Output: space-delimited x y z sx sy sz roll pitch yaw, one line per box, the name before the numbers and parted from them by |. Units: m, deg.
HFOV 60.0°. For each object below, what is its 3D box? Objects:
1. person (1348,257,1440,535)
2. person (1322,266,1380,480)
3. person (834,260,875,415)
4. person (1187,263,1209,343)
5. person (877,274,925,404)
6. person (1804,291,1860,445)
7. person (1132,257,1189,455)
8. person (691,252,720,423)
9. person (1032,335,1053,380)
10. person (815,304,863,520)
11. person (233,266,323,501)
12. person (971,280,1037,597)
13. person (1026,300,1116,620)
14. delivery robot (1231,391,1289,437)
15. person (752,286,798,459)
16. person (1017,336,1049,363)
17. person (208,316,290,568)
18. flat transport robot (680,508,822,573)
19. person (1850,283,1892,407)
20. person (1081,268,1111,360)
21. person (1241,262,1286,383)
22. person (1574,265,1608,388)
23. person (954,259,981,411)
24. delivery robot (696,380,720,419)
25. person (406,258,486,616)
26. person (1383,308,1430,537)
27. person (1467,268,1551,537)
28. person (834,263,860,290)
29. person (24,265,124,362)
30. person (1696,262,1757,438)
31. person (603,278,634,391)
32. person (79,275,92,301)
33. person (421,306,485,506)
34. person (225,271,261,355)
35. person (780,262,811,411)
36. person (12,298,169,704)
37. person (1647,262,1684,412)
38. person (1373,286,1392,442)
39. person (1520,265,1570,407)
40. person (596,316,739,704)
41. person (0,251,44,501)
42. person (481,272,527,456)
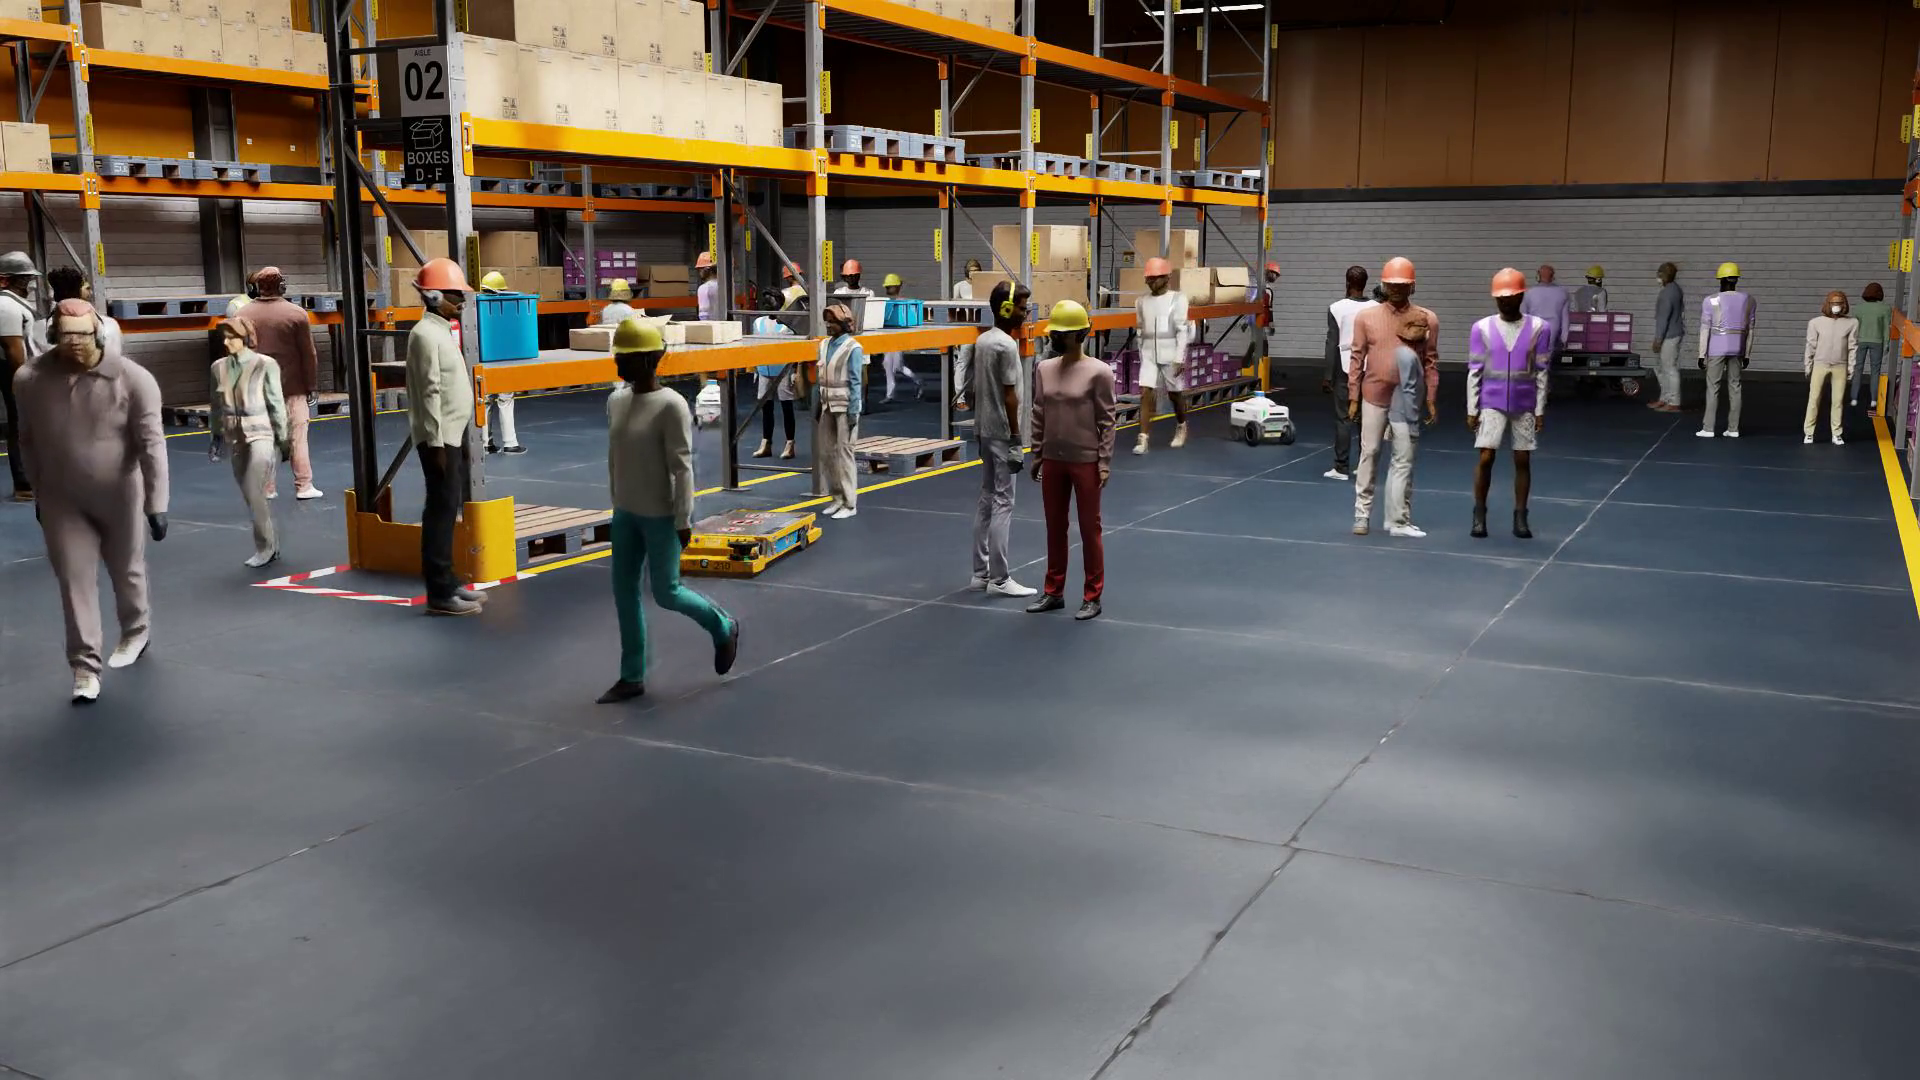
person | 3.100 -1.010 11.891 0.634 1.985 0.473 2 10 9
person | 3.534 -1.486 14.873 0.602 1.910 0.393 -4 10 -19
person | -1.326 -2.517 20.747 0.547 1.938 0.359 1 10 6
person | 3.741 -3.437 26.254 0.581 1.879 0.348 -9 13 -42
person | -0.810 -2.685 22.261 0.578 1.751 0.534 -6 12 -33
person | 9.202 -1.815 17.592 0.494 1.625 0.285 3 10 19
person | 2.069 -1.885 16.959 0.606 1.995 1.065 5 11 27
person | -2.975 -2.423 19.910 0.423 2.038 0.625 5 11 27
person | 1.219 -3.283 25.606 0.592 1.800 0.780 0 10 2
person | -0.911 -0.979 12.708 0.322 1.632 0.545 -7 12 -37
person | -5.563 -1.269 13.598 0.642 1.913 0.409 0 10 -3
person | 0.252 -0.594 9.828 0.330 1.863 0.534 -4 11 -21
person | 0.604 -0.437 9.208 0.533 1.765 0.325 8 12 38
delivery robot | 3.176 -1.335 17.632 0.477 0.478 0.707 -4 10 -21
person | -1.808 -1.639 16.356 0.536 1.696 0.322 5 11 25
person | 0.967 -2.955 23.393 0.596 1.892 0.657 1 10 3
person | -4.576 -0.616 10.644 0.535 1.616 0.520 3 10 17
flat transport robot | -1.443 -0.013 11.067 0.652 0.197 1.431 2 10 12
person | 12.012 -2.577 21.972 0.498 1.633 0.281 8 13 38
person | 1.782 -2.838 22.921 0.618 1.836 0.430 -1 10 -4
person | 4.752 -3.395 26.013 0.884 1.870 0.626 6 11 29
person | 9.530 -3.212 25.067 0.403 1.835 0.588 -5 11 -25
person | 0.158 -2.621 21.346 0.632 1.940 0.372 -7 12 -35
delivery robot | -2.856 -1.611 19.229 0.477 0.478 0.707 -1 10 -4
person | -2.897 -0.578 9.354 0.395 1.992 0.623 -2 10 -9
person | 3.207 -0.837 11.912 0.294 1.630 0.504 2 10 9
person | 3.861 -0.949 11.756 0.547 1.916 0.479 4 10 20
person | -1.942 -3.937 29.231 0.530 1.850 0.635 3 10 16
person | -6.040 -0.910 11.417 0.610 1.941 0.744 -4 11 -22
person | 8.377 -2.071 18.227 0.588 1.918 0.397 0 10 -1
person | -3.868 -2.155 19.260 0.540 1.717 0.582 8 12 37
person | -8.604 -1.659 16.092 0.527 1.829 0.637 10 14 44
person | -4.057 -1.238 13.340 0.630 1.940 0.373 4 10 20
person | -7.282 -1.874 17.340 0.428 1.837 0.625 9 13 42
person | -2.118 -2.631 21.522 0.553 1.898 0.755 -4 11 -21
person | -4.032 -0.216 7.788 0.648 1.827 1.071 -3 10 -17
person | 8.984 -2.564 21.113 0.491 1.906 0.669 4 11 24
person | 4.618 -1.904 18.006 0.317 1.662 0.615 0 10 -2
person | 7.693 -2.701 22.054 0.664 1.852 0.986 0 10 0
person | -1.351 -0.141 7.560 0.528 1.750 0.639 8 13 39
person | -7.668 -1.350 13.688 0.535 2.000 0.684 -5 11 -27
person | -4.635 -1.757 16.651 0.592 1.833 0.404 4 11 22
